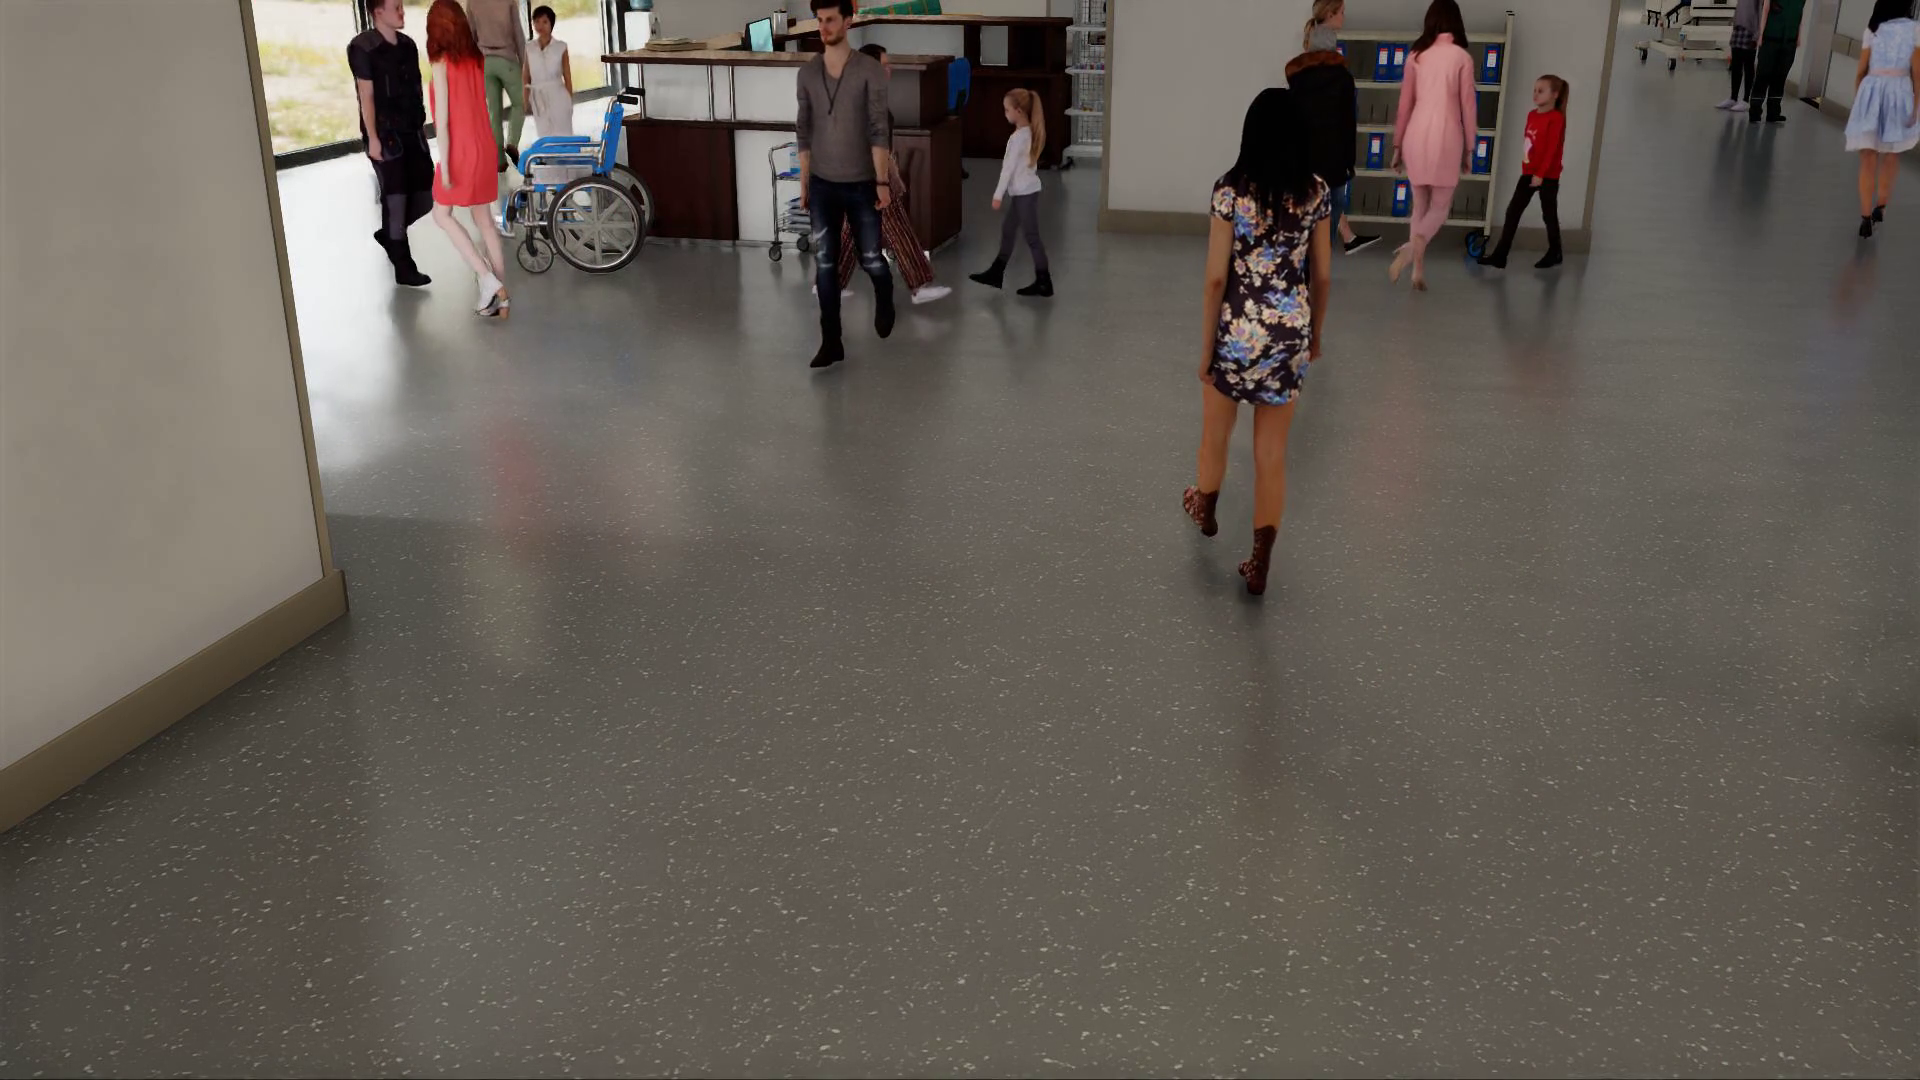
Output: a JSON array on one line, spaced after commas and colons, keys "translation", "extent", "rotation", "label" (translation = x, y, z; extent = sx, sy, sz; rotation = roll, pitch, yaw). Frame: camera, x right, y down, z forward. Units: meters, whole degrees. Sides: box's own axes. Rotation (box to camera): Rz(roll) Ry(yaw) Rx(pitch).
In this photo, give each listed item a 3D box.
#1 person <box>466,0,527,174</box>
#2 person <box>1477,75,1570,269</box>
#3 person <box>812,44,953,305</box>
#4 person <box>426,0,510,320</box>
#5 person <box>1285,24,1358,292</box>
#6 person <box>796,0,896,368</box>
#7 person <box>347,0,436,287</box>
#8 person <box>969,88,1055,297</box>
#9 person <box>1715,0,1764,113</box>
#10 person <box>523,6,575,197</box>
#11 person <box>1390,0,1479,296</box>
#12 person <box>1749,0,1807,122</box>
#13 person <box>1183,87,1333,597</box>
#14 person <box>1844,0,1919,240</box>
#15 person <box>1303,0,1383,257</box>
[{"translation": [-4.178, -4.247, 15.018], "extent": [0.785, 1.860, 0.865], "rotation": [-1, 21, -3], "label": "person"}, {"translation": [3.886, -2.411, 11.018], "extent": [0.892, 1.260, 0.810], "rotation": [-10, 23, -24], "label": "person"}, {"translation": [-0.604, -2.148, 9.955], "extent": [1.134, 1.520, 0.699], "rotation": [2, 21, 5], "label": "person"}, {"translation": [-2.745, -2.139, 9.527], "extent": [0.695, 1.807, 0.699], "rotation": [10, 23, 24], "label": "person"}, {"translation": [2.213, -2.350, 10.344], "extent": [0.613, 1.623, 0.756], "rotation": [11, 24, 28], "label": "person"}, {"translation": [-0.566, -1.877, 8.722], "extent": [0.950, 1.887, 0.752], "rotation": [6, 22, 16], "label": "person"}, {"translation": [-3.661, -2.552, 10.580], "extent": [0.911, 1.833, 0.823], "rotation": [11, 23, 27], "label": "person"}, {"translation": [0.460, -2.123, 10.260], "extent": [0.786, 1.256, 0.516], "rotation": [4, 21, 10], "label": "person"}, {"translation": [9.443, -6.057, 19.920], "extent": [0.685, 1.771, 0.693], "rotation": [-5, 21, -13], "label": "person"}, {"translation": [-3.404, -3.639, 13.883], "extent": [0.876, 1.526, 0.722], "rotation": [2, 21, 5], "label": "person"}, {"translation": [2.840, -2.333, 10.071], "extent": [0.971, 1.783, 0.875], "rotation": [10, 23, 25], "label": "person"}, {"translation": [9.284, -5.683, 18.845], "extent": [0.616, 1.834, 0.765], "rotation": [0, 21, -1], "label": "person"}, {"translation": [1.046, -0.633, 5.696], "extent": [1.042, 1.703, 0.920], "rotation": [-2, 21, -5], "label": "person"}, {"translation": [6.657, -3.066, 12.019], "extent": [1.000, 1.776, 0.840], "rotation": [12, 24, 29], "label": "person"}, {"translation": [2.241, -2.681, 11.058], "extent": [1.206, 1.736, 0.826], "rotation": [0, 21, 1], "label": "person"}]
